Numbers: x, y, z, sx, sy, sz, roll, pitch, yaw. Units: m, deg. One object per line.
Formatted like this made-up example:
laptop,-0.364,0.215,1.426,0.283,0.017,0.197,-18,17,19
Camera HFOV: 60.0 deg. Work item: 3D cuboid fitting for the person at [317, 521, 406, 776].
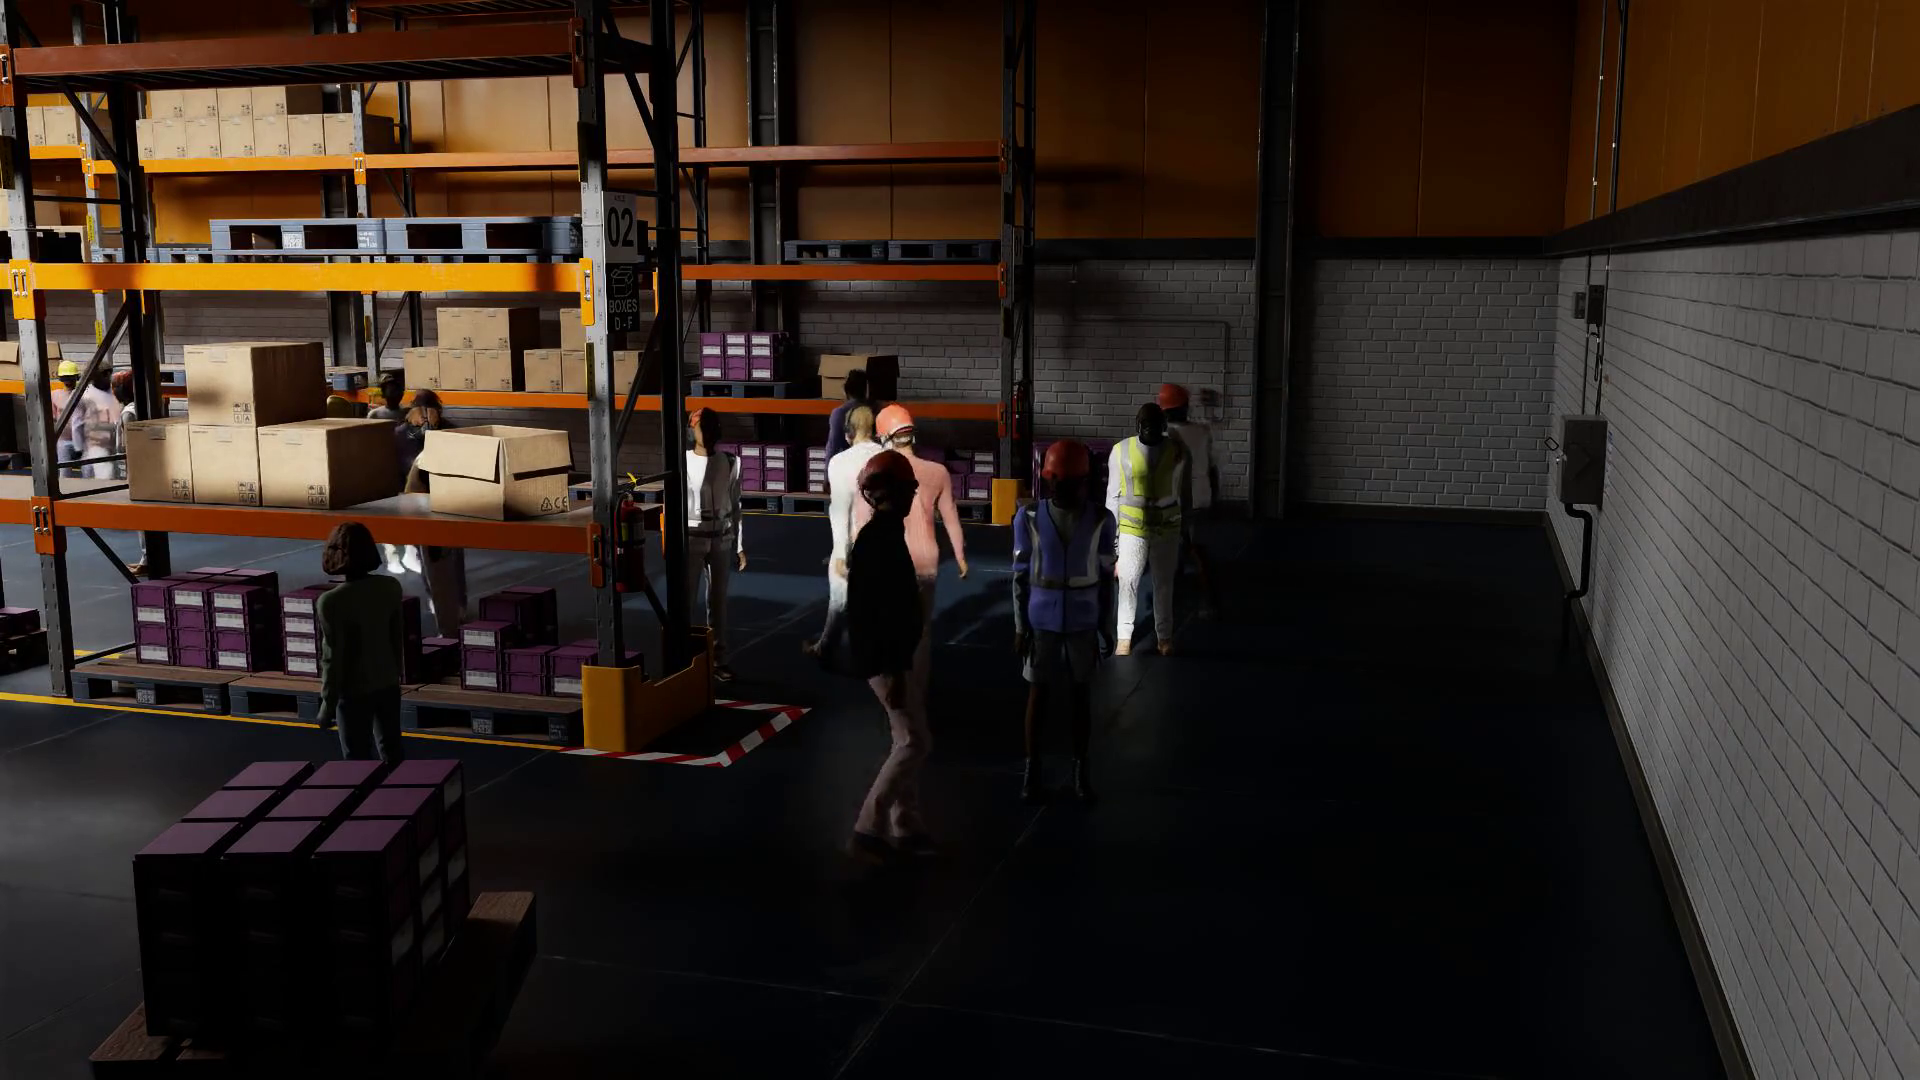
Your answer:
person,-2.801,0.723,7.804,0.280,1.634,0.498,4,10,25

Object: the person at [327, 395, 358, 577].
person,-4.742,-0.192,12.768,0.403,1.837,0.591,-2,9,-11

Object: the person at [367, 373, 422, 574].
person,-5.107,-0.593,15.169,0.581,1.848,0.551,9,13,43

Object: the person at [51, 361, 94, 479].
person,-9.944,-1.127,18.681,0.526,1.769,0.328,-3,10,-19

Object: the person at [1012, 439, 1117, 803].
person,0.545,0.429,8.695,0.543,1.932,0.376,0,9,1

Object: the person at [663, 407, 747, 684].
person,-1.706,0.051,11.148,0.572,1.883,0.358,-6,11,-33

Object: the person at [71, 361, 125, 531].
person,-9.035,-0.996,17.759,0.901,1.802,0.654,6,11,32

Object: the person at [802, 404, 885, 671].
person,-0.686,0.024,11.301,0.656,1.881,1.017,-8,12,-40

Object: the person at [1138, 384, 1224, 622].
person,1.788,-0.308,13.327,0.567,1.879,0.918,-9,13,-43

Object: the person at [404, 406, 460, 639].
person,-3.753,-0.042,11.868,0.428,1.836,0.627,-2,10,-13

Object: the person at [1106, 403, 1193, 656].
person,1.369,-0.073,12.025,0.633,1.841,0.429,0,9,0

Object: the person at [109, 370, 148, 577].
person,-7.488,-0.604,15.131,0.360,1.886,0.574,-3,10,-15

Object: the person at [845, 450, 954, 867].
person,-0.292,0.563,7.820,0.468,1.949,0.650,-1,9,-6

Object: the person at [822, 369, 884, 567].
person,-0.926,-0.608,15.162,1.011,1.893,0.647,9,13,43

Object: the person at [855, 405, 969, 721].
person,-0.288,0.127,10.470,0.704,1.941,0.981,0,9,3

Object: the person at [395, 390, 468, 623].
person,-4.175,-0.268,13.209,0.667,1.855,0.877,-3,10,-20
